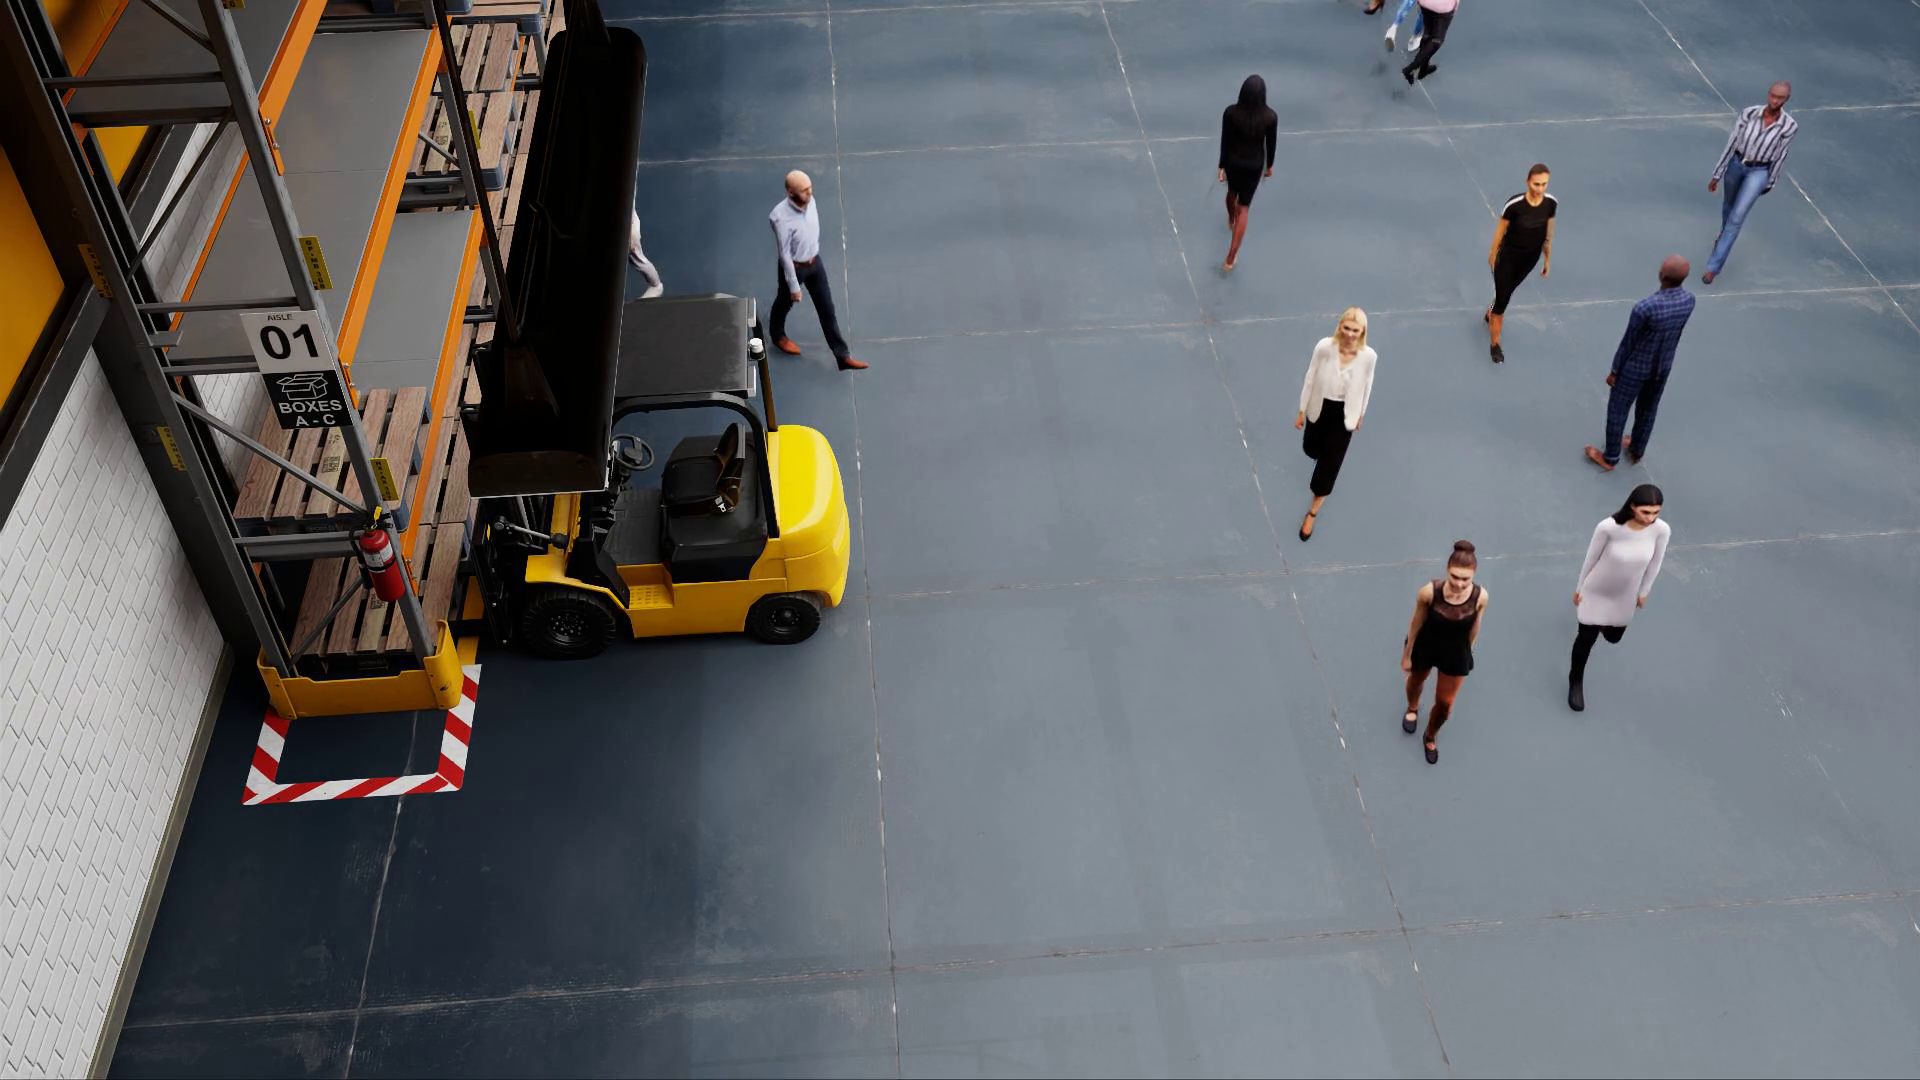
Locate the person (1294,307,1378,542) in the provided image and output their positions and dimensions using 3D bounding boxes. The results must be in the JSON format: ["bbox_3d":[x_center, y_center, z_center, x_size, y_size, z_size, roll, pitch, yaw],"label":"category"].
[{"bbox_3d":[2.620,-0.905,11.748,0.937,1.830,1.221,13,45,13],"label":"person"}]

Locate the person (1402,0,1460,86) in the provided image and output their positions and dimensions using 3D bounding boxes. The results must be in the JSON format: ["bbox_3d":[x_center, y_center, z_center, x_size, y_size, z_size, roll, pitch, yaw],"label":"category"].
[{"bbox_3d":[4.674,-5.280,16.459,0.957,1.667,0.950,-31,52,-29],"label":"person"}]

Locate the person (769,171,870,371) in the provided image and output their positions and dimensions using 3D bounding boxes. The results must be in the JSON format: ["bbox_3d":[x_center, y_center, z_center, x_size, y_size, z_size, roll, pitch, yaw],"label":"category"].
[{"bbox_3d":[-1.325,-2.127,13.099,1.232,1.737,1.207,27,50,26],"label":"person"}]

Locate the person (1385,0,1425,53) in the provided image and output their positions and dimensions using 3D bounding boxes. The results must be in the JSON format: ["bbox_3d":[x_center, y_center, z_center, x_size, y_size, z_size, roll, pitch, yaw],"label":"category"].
[{"bbox_3d":[4.670,-5.732,16.857,0.943,1.770,0.991,32,52,29],"label":"person"}]

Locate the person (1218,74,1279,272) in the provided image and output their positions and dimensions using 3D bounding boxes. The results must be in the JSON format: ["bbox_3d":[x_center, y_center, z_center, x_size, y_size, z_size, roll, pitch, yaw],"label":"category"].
[{"bbox_3d":[2.416,-3.099,14.172,0.886,1.664,1.286,8,44,8],"label":"person"}]

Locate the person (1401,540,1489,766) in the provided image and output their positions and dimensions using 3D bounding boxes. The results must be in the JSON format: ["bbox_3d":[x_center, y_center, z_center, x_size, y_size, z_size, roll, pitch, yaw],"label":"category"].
[{"bbox_3d":[2.968,0.599,10.293,0.698,1.659,0.810,8,44,8],"label":"person"}]

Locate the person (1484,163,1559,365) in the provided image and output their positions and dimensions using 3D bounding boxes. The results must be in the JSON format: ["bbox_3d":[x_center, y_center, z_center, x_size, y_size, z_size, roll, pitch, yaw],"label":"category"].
[{"bbox_3d":[4.456,-2.332,13.385,0.603,1.638,0.930,-6,44,-6],"label":"person"}]

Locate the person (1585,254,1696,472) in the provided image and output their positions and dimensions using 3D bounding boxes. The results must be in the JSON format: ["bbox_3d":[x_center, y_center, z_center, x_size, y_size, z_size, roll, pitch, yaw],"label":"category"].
[{"bbox_3d":[5.020,-1.294,12.167,0.696,1.815,0.646,-12,45,-12],"label":"person"}]

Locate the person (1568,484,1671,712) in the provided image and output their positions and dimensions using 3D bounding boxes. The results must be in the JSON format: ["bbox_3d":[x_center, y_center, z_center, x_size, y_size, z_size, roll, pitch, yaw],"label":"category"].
[{"bbox_3d":[4.116,0.269,10.542,0.735,1.794,0.987,5,44,6],"label":"person"}]

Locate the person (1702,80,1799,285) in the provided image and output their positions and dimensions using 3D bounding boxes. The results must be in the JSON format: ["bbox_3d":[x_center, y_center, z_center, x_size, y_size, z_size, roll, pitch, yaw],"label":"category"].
[{"bbox_3d":[6.684,-3.116,14.142,1.150,1.729,1.256,27,50,25],"label":"person"}]
